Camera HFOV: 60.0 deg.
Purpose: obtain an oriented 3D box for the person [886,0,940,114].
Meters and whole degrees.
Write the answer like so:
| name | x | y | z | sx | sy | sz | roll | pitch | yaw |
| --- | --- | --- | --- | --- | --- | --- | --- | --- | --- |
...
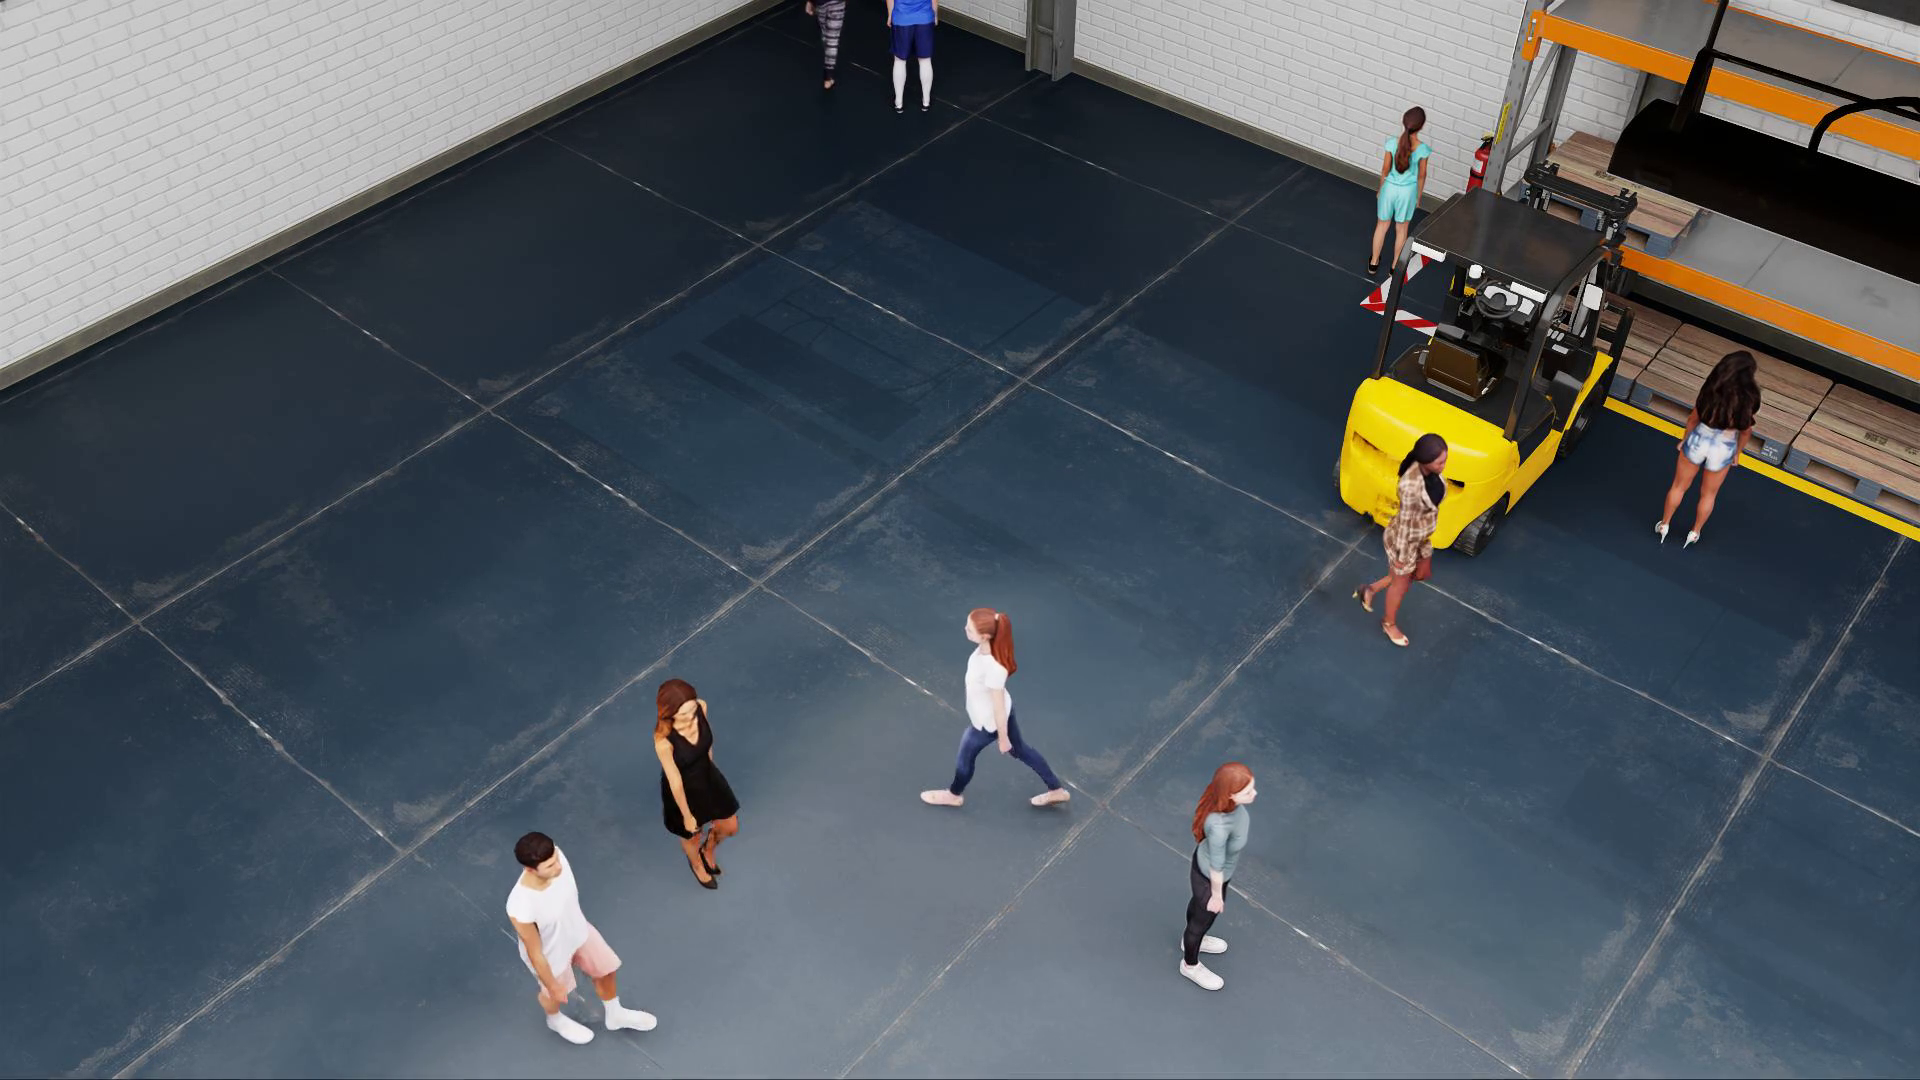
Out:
| name | x | y | z | sx | sy | sz | roll | pitch | yaw |
| --- | --- | --- | --- | --- | --- | --- | --- | --- | --- |
| person | -0.451 | -4.965 | 15.857 | 0.743 | 1.840 | 0.805 | -3 | 44 | -3 |

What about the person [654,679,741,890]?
| name | x | y | z | sx | sy | sz | roll | pitch | yaw |
| --- | --- | --- | --- | --- | --- | --- | --- | --- | --- |
| person | -1.561 | 1.361 | 9.230 | 0.604 | 1.820 | 0.576 | 25 | 49 | 24 |

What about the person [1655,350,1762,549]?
| name | x | y | z | sx | sy | sz | roll | pitch | yaw |
| --- | --- | --- | --- | --- | --- | --- | --- | --- | --- |
| person | 5.144 | -0.608 | 11.443 | 0.594 | 1.618 | 0.689 | 18 | 47 | 18 |

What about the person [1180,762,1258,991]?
| name | x | y | z | sx | sy | sz | roll | pitch | yaw |
| --- | --- | --- | --- | --- | --- | --- | --- | --- | --- |
| person | 1.360 | 1.759 | 8.868 | 0.672 | 1.743 | 0.671 | 10 | 44 | 10 |

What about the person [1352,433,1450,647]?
| name | x | y | z | sx | sy | sz | roll | pitch | yaw |
| --- | --- | --- | --- | --- | --- | --- | --- | --- | --- |
| person | 2.822 | -0.025 | 10.714 | 0.680 | 1.781 | 0.600 | 28 | 50 | 26 |

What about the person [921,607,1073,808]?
| name | x | y | z | sx | sy | sz | roll | pitch | yaw |
| --- | --- | --- | --- | --- | --- | --- | --- | --- | --- |
| person | 0.296 | 1.036 | 9.661 | 1.207 | 1.696 | 0.974 | 7 | 44 | 8 |

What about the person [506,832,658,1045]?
| name | x | y | z | sx | sy | sz | roll | pitch | yaw |
| --- | --- | --- | --- | --- | --- | --- | --- | --- | --- |
| person | -2.147 | 2.040 | 8.556 | 0.944 | 1.766 | 0.828 | 13 | 45 | 13 |

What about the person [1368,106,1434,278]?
| name | x | y | z | sx | sy | sz | roll | pitch | yaw |
| --- | --- | --- | --- | --- | --- | --- | --- | --- | --- |
| person | 3.676 | -2.914 | 13.907 | 0.566 | 1.558 | 0.672 | 16 | 46 | 16 |

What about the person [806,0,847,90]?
| name | x | y | z | sx | sy | sz | roll | pitch | yaw |
| --- | --- | --- | --- | --- | --- | --- | --- | --- | --- |
| person | -1.288 | -5.242 | 16.256 | 1.084 | 1.688 | 1.022 | 6 | 44 | 6 |
